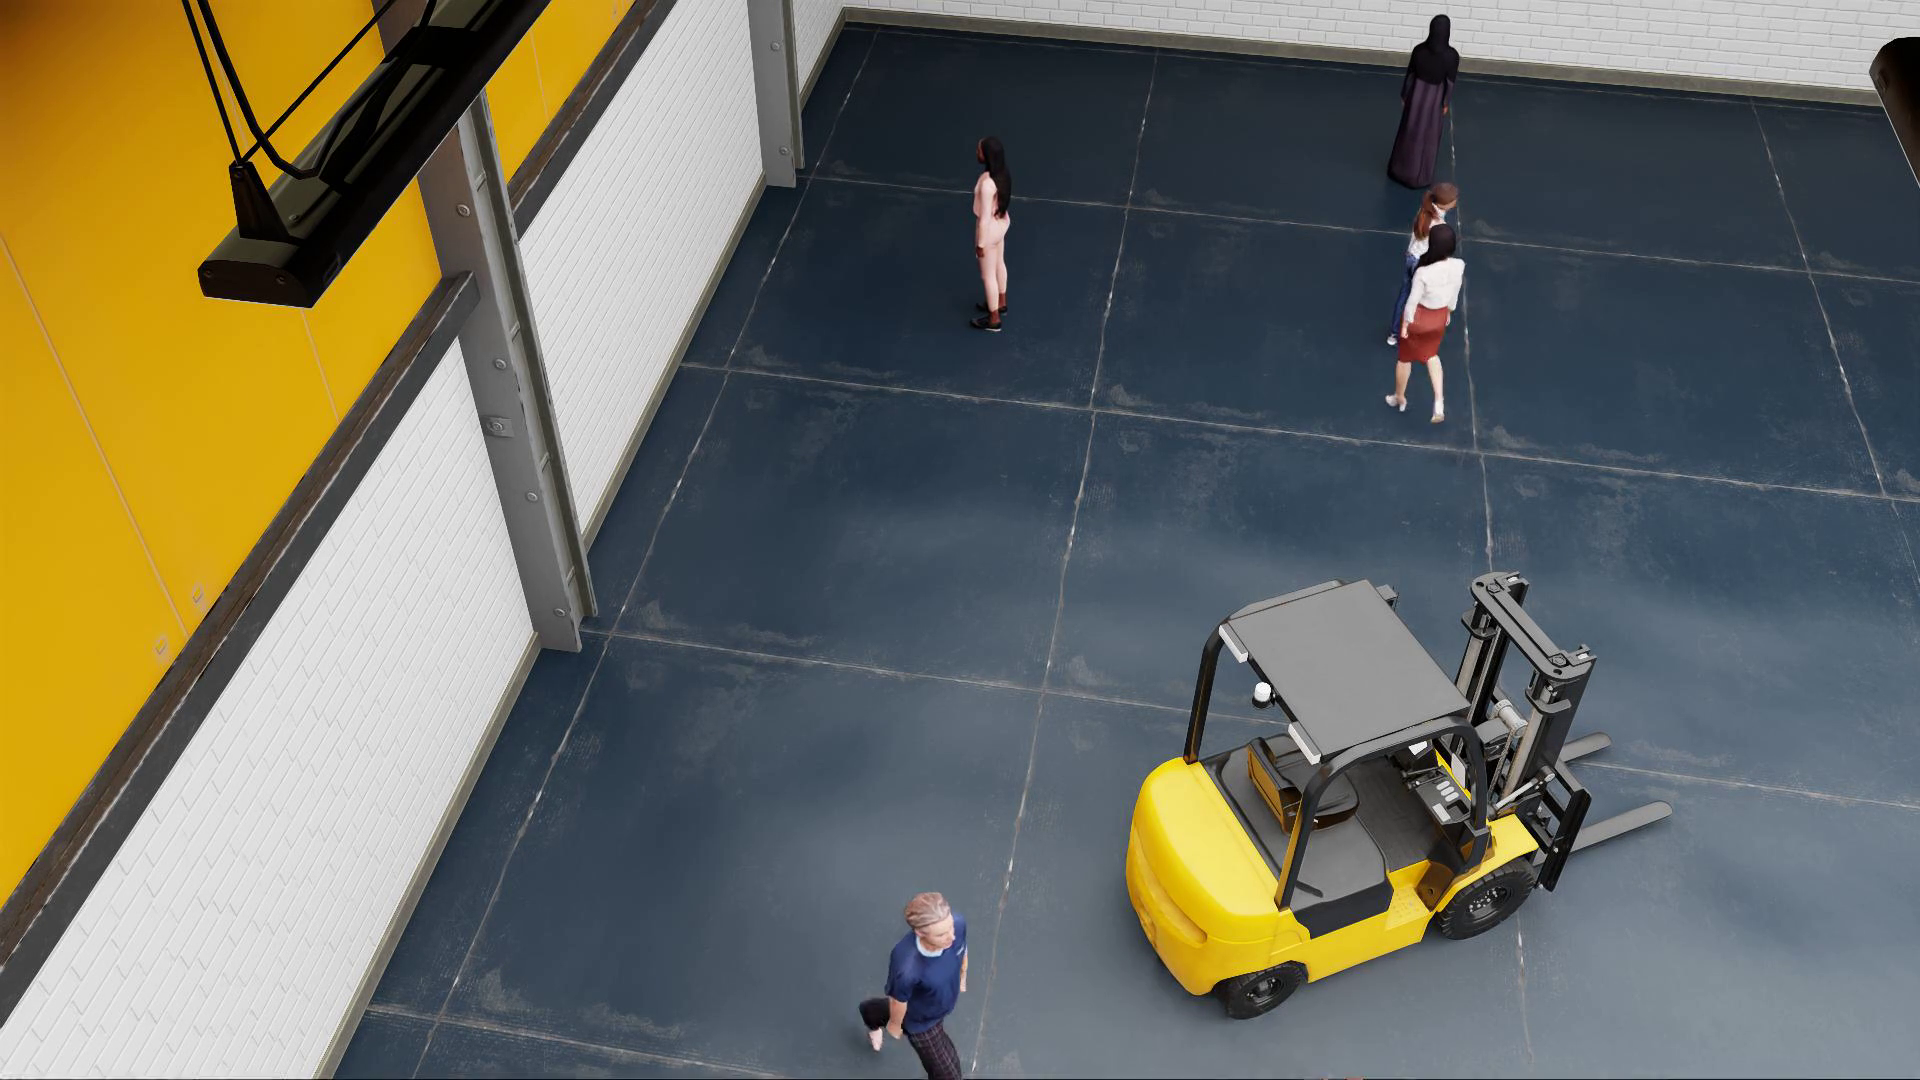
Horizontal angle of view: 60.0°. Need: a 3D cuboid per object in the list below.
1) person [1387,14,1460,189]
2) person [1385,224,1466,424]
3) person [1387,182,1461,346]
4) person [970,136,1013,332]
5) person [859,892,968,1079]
[{"bbox_3d":[4.247,-4.014,15.174,0.714,1.611,0.724,21,47,21],"label":"person"},{"bbox_3d":[3.544,-1.578,12.526,0.855,1.736,0.989,-14,45,-14],"label":"person"},{"bbox_3d":[3.703,-2.195,13.307,0.795,1.552,0.648,-23,48,-22],"label":"person"},{"bbox_3d":[0.263,-2.500,13.507,0.693,1.718,0.484,11,45,12],"label":"person"},{"bbox_3d":[-0.238,2.294,8.395,1.126,1.828,1.231,30,51,27],"label":"person"}]
